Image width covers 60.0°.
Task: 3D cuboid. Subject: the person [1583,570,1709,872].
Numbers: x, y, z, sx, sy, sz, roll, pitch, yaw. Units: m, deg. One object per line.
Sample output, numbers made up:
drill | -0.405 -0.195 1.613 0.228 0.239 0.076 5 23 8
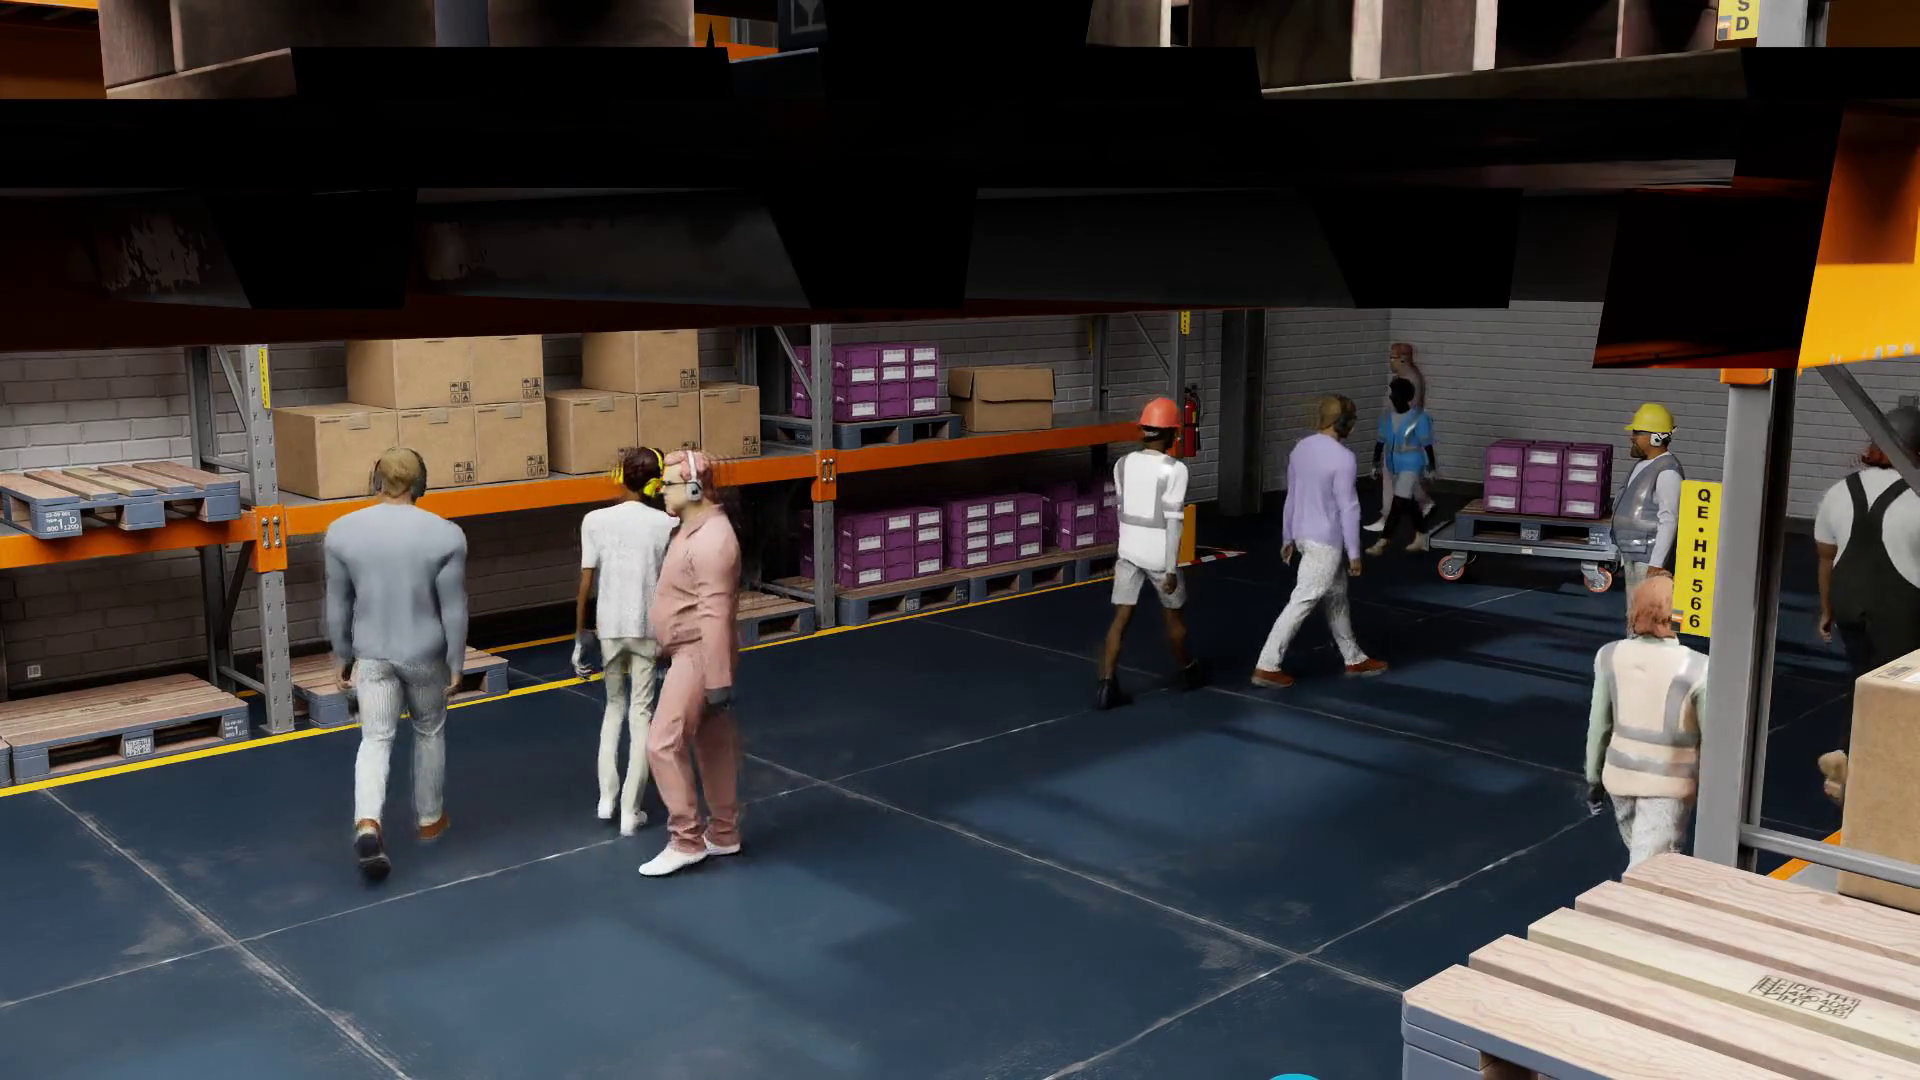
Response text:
person | 2.503 0.912 6.082 0.850 1.602 0.505 -6 11 -32

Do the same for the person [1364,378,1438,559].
person | 4.040 -0.656 15.140 0.885 1.640 0.546 -6 11 -32

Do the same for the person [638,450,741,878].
person | -1.265 0.542 7.419 0.595 1.890 0.654 -1 10 -8

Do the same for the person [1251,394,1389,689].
person | 2.297 0.011 10.575 1.038 1.881 0.634 -3 10 -16

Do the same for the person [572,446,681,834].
person | -1.563 0.476 7.963 0.534 1.828 0.551 0 10 0

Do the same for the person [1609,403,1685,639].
person | 4.259 0.066 10.356 0.403 1.834 0.589 1 10 5

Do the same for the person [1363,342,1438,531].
person | 4.389 -1.011 16.480 0.577 1.897 0.690 5 11 28

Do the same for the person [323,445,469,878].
person | -2.528 0.527 7.478 0.639 1.904 0.851 -1 10 -7

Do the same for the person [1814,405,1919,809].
person | 4.571 0.318 8.275 0.868 2.000 0.683 -5 11 -26

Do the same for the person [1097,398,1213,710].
person | 1.191 0.070 10.209 0.564 1.878 1.027 8 13 41
